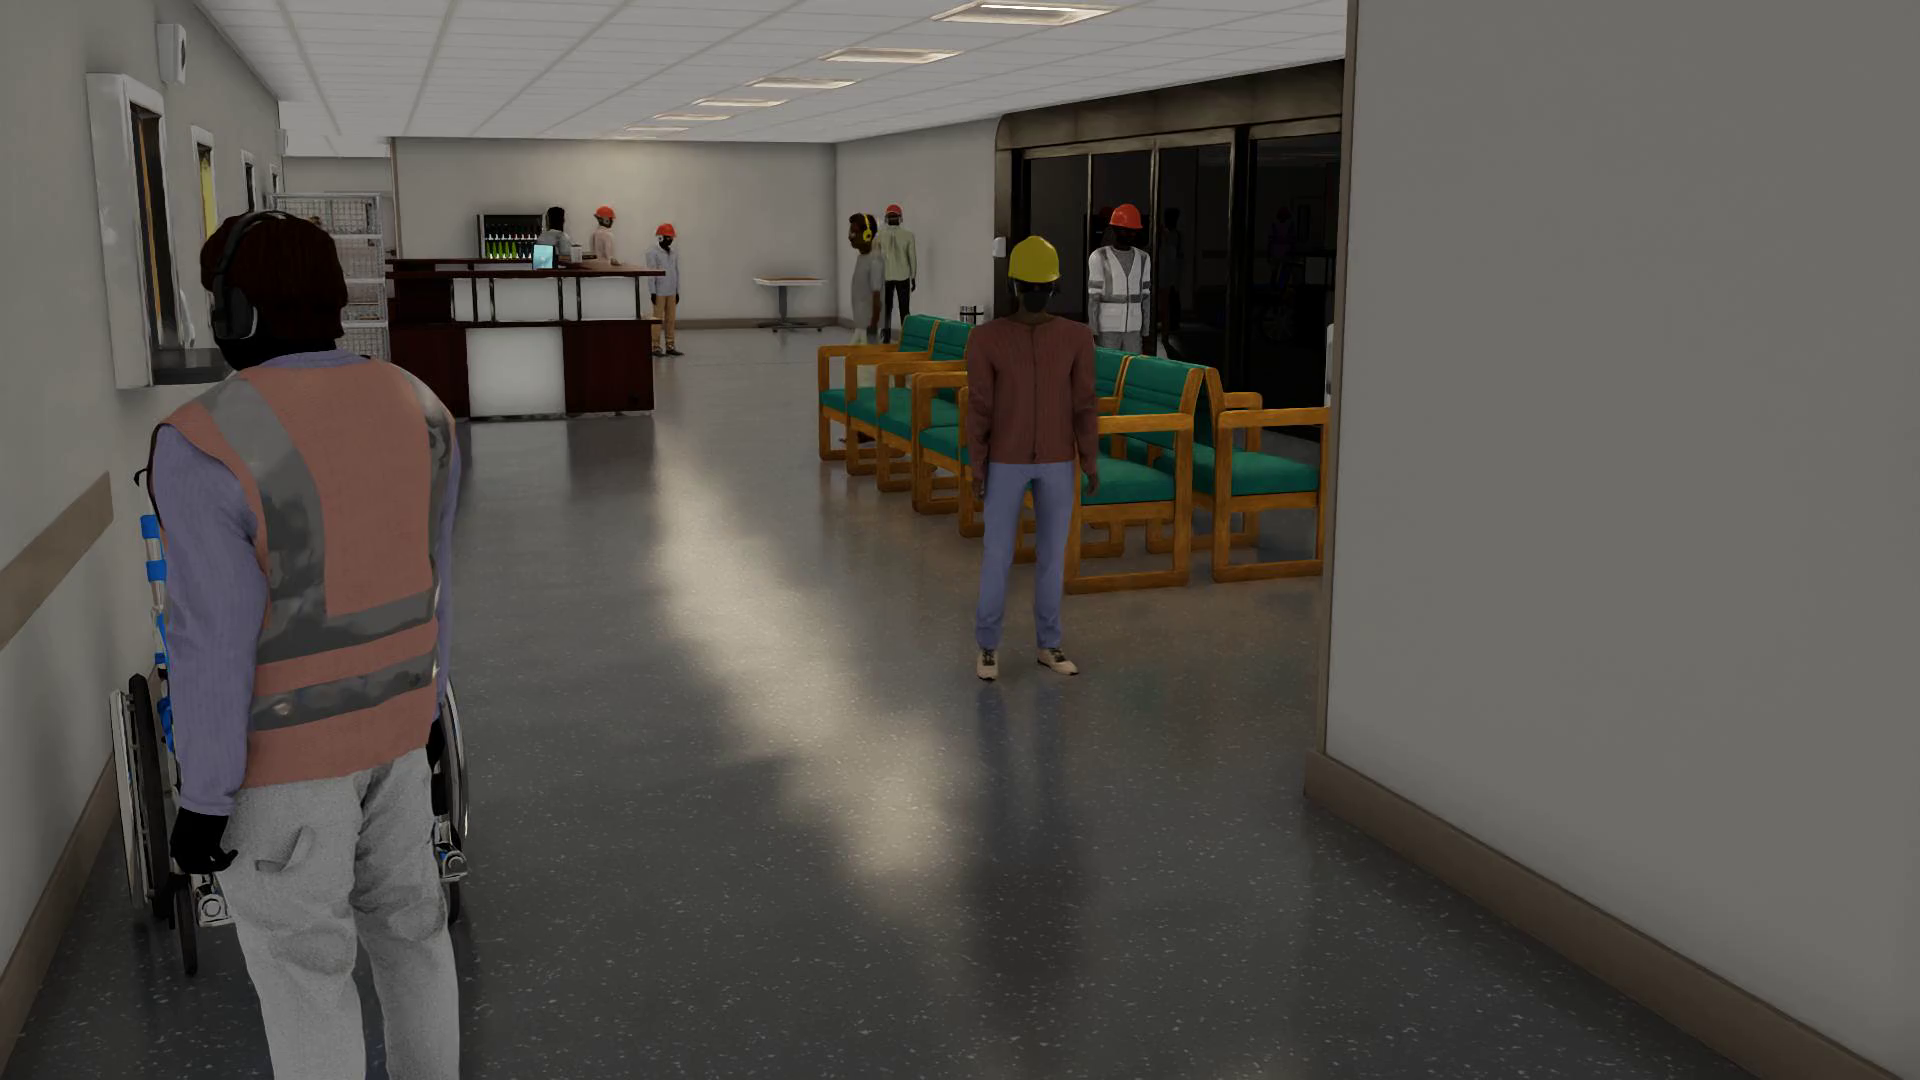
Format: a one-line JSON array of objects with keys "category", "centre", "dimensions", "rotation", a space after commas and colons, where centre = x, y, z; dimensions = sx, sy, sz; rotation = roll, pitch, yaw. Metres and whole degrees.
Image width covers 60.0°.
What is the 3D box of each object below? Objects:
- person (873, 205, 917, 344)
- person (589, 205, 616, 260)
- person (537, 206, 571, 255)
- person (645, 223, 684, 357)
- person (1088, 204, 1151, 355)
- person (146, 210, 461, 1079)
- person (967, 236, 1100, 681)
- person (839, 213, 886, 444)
[{"category": "person", "centre": [-0.897, -3.610, 22.910], "dimensions": [0.610, 1.986, 0.392], "rotation": [0, 11, 1]}, {"category": "person", "centre": [-5.155, -3.848, 24.149], "dimensions": [0.421, 1.985, 0.614], "rotation": [-8, 14, -35]}, {"category": "person", "centre": [-5.601, -3.652, 23.174], "dimensions": [0.602, 1.967, 0.367], "rotation": [7, 13, 33]}, {"category": "person", "centre": [-3.855, -3.271, 21.794], "dimensions": [0.351, 1.743, 0.564], "rotation": [7, 13, 32]}, {"category": "person", "centre": [1.289, -1.707, 13.309], "dimensions": [0.550, 1.930, 0.389], "rotation": [-4, 12, -20]}, {"category": "person", "centre": [-1.141, 0.356, 2.933], "dimensions": [0.429, 1.841, 0.633], "rotation": [4, 12, 22]}, {"category": "person", "centre": [0.289, -0.308, 6.564], "dimensions": [0.526, 1.760, 0.355], "rotation": [-2, 11, -12]}, {"category": "person", "centre": [-0.749, -1.701, 13.442], "dimensions": [0.445, 1.858, 0.530], "rotation": [-4, 12, -17]}]
